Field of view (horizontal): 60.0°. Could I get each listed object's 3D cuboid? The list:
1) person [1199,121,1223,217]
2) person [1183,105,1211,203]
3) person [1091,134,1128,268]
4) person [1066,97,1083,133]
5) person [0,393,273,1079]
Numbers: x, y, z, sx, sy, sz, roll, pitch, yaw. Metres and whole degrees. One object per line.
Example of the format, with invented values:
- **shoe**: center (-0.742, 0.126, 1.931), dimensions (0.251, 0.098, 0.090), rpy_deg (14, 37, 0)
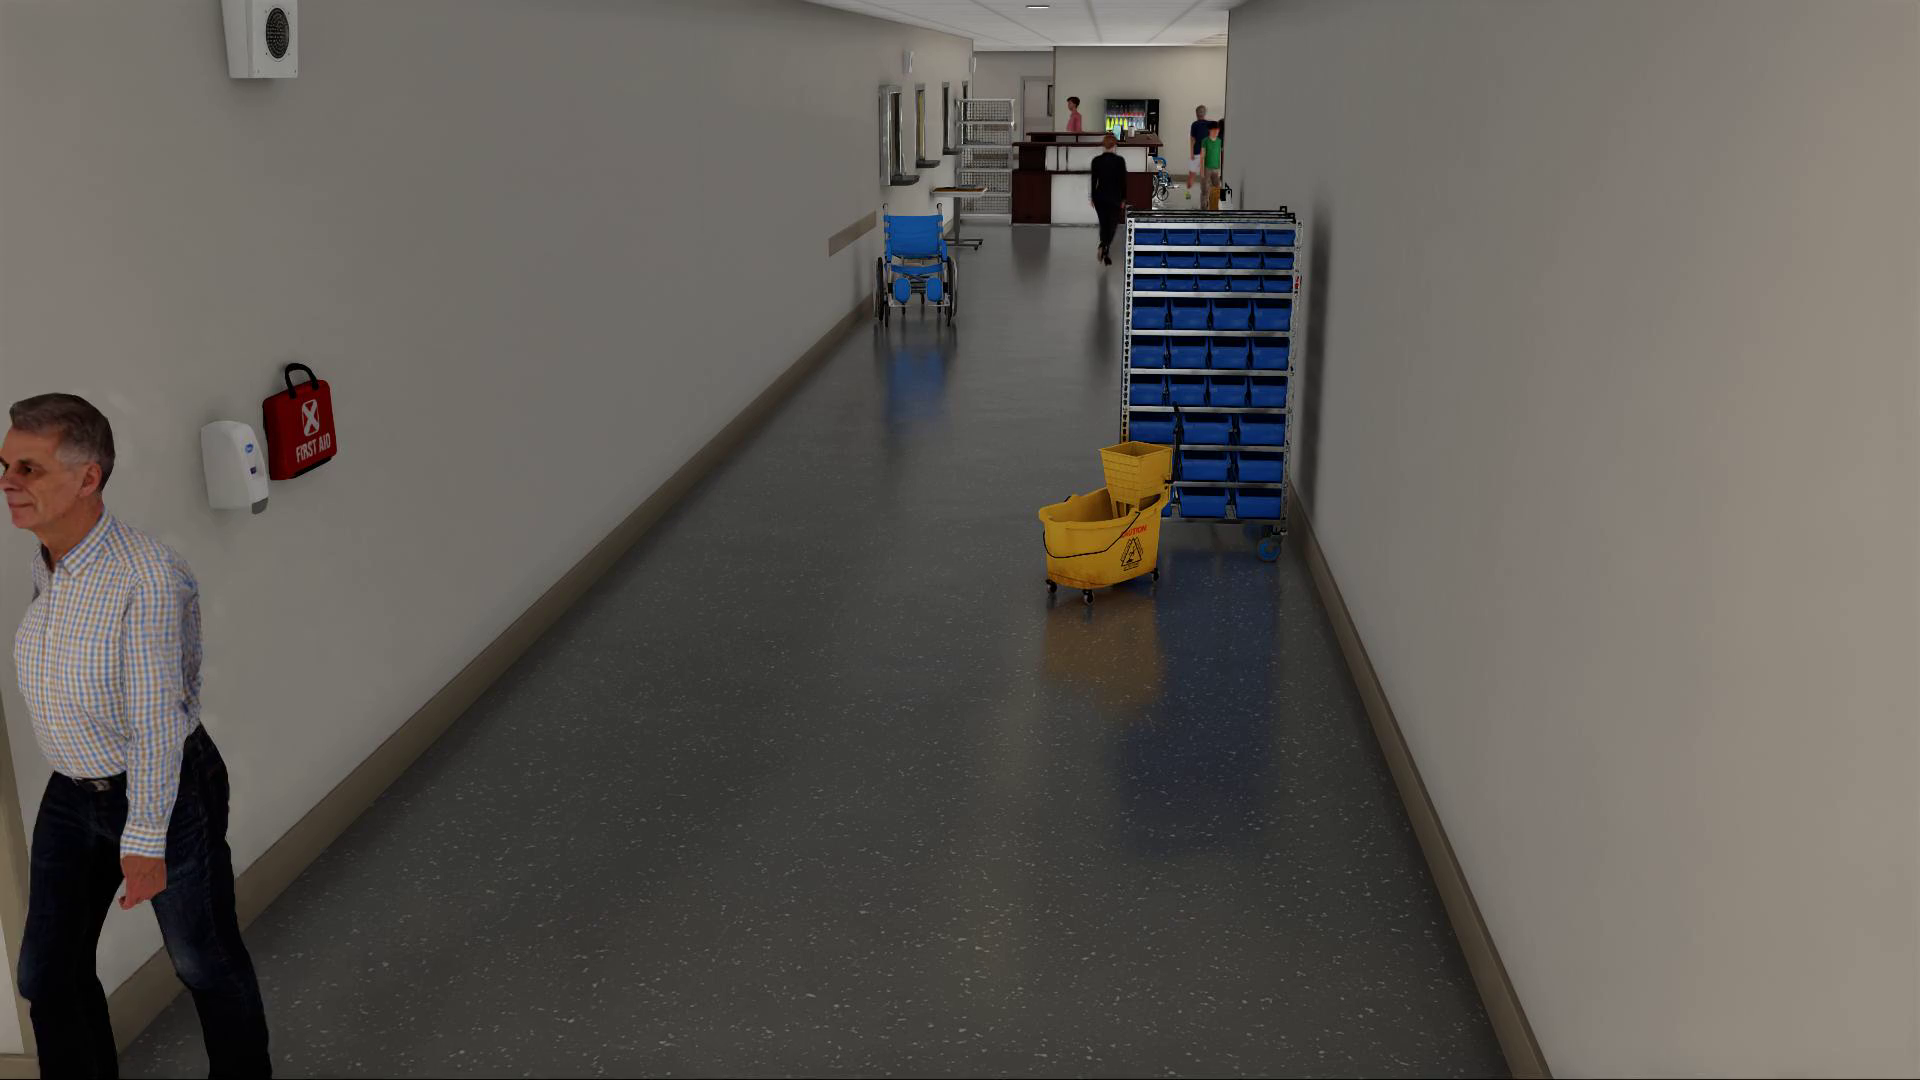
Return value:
- **person**: center (4.181, -6.229, 28.065), dimensions (0.649, 1.635, 0.716), rpy_deg (-3, 16, -11)
- **person**: center (4.621, -7.319, 31.664), dimensions (1.178, 1.780, 0.964), rpy_deg (-4, 16, -15)
- **person**: center (1.851, -4.253, 21.001), dimensions (0.984, 1.664, 0.852), rpy_deg (6, 17, 20)
- **person**: center (2.353, -7.821, 33.149), dimensions (1.056, 1.941, 0.893), rpy_deg (-6, 17, -21)
- **person**: center (-1.775, 0.550, 3.723), dimensions (0.911, 1.795, 0.874), rpy_deg (6, 17, 22)
